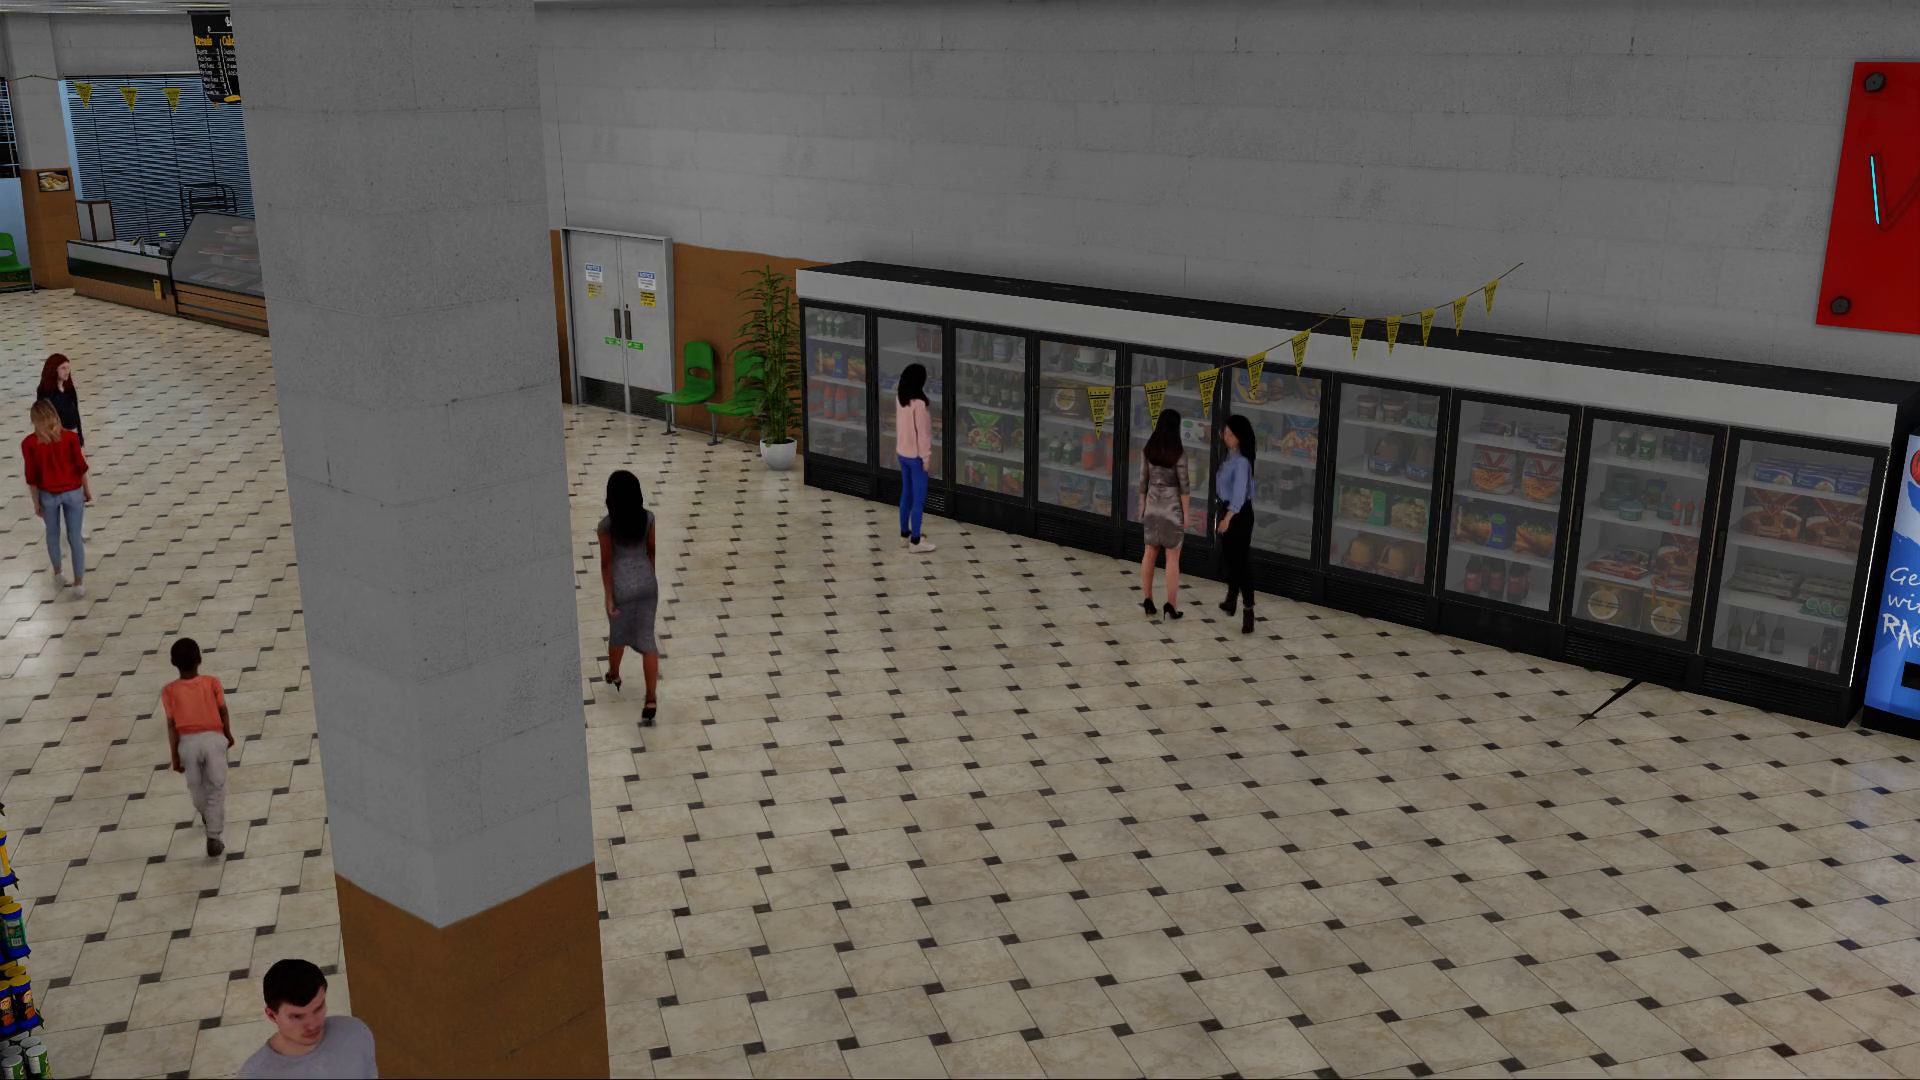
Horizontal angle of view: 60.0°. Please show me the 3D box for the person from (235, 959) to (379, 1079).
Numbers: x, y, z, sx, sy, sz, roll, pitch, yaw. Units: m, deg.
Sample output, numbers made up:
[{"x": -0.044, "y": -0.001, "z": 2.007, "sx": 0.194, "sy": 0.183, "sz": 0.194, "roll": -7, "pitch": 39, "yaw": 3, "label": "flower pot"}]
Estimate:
[{"x": -2.159, "y": 2.171, "z": 5.555, "sx": 0.683, "sy": 1.834, "sz": 0.762, "roll": -15, "pitch": 23, "yaw": -41, "label": "person"}]

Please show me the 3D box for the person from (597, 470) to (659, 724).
[{"x": -2.229, "y": 0.424, "z": 11.470, "sx": 1.089, "sy": 1.741, "sz": 0.931, "roll": -8, "pitch": 19, "yaw": -24, "label": "person"}]

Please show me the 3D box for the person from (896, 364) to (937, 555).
[{"x": -0.442, "y": -0.758, "z": 15.316, "sx": 0.680, "sy": 1.767, "sz": 0.716, "roll": -9, "pitch": 19, "yaw": -27, "label": "person"}]

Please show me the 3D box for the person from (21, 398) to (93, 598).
[{"x": -7.590, "y": -0.331, "z": 14.064, "sx": 0.957, "sy": 1.677, "sz": 0.892, "roll": -9, "pitch": 19, "yaw": -27, "label": "person"}]

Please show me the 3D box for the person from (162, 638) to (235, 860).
[{"x": -4.393, "y": 1.222, "z": 9.631, "sx": 0.888, "sy": 1.281, "sz": 0.831, "roll": -5, "pitch": 18, "yaw": -17, "label": "person"}]

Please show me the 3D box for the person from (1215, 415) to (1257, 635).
[{"x": 2.250, "y": -0.175, "z": 13.455, "sx": 0.963, "sy": 1.733, "sz": 0.869, "roll": 3, "pitch": 17, "yaw": 11, "label": "person"}]

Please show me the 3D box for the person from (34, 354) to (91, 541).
[{"x": -8.517, "y": -0.868, "z": 15.668, "sx": 0.808, "sy": 1.773, "sz": 0.875, "roll": 9, "pitch": 19, "yaw": 28, "label": "person"}]

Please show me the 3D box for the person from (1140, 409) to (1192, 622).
[{"x": 1.660, "y": -0.207, "z": 13.541, "sx": 0.609, "sy": 1.744, "sz": 0.523, "roll": 12, "pitch": 20, "yaw": 34, "label": "person"}]
